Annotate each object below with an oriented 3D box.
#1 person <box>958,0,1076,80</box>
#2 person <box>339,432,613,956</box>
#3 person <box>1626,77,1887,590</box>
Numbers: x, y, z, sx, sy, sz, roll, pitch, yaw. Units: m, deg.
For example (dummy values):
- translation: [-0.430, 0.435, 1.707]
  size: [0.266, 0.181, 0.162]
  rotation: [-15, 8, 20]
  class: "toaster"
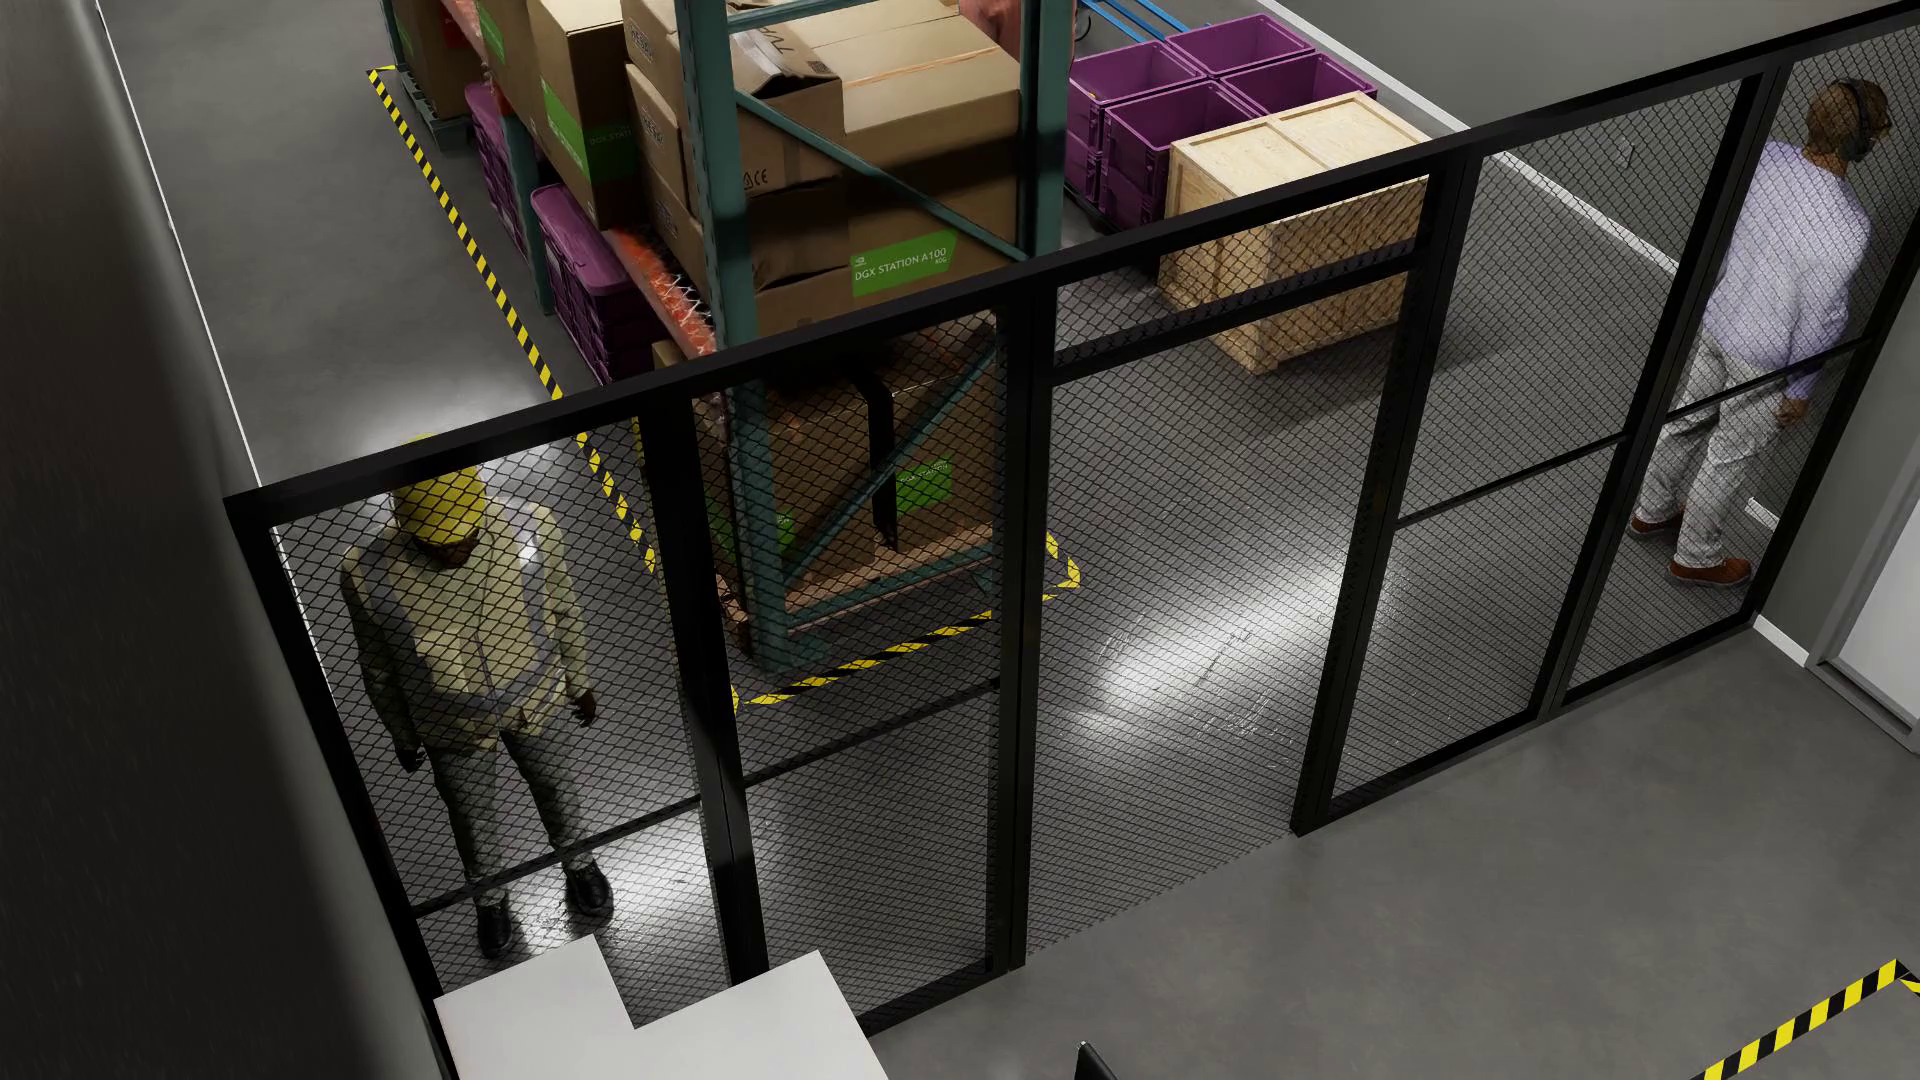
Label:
- translation: [0.207, -1.819, 6.895]
  size: [0.624, 1.991, 0.394]
  rotation: [-31, 51, -30]
  class: "person"
- translation: [-1.286, 0.438, 4.548]
  size: [0.587, 1.828, 0.404]
  rotation: [-18, 45, -19]
  class: "person"
- translation: [2.725, -0.671, 5.680]
  size: [0.373, 1.940, 0.629]
  rotation: [-8, 43, -9]
  class: "person"
